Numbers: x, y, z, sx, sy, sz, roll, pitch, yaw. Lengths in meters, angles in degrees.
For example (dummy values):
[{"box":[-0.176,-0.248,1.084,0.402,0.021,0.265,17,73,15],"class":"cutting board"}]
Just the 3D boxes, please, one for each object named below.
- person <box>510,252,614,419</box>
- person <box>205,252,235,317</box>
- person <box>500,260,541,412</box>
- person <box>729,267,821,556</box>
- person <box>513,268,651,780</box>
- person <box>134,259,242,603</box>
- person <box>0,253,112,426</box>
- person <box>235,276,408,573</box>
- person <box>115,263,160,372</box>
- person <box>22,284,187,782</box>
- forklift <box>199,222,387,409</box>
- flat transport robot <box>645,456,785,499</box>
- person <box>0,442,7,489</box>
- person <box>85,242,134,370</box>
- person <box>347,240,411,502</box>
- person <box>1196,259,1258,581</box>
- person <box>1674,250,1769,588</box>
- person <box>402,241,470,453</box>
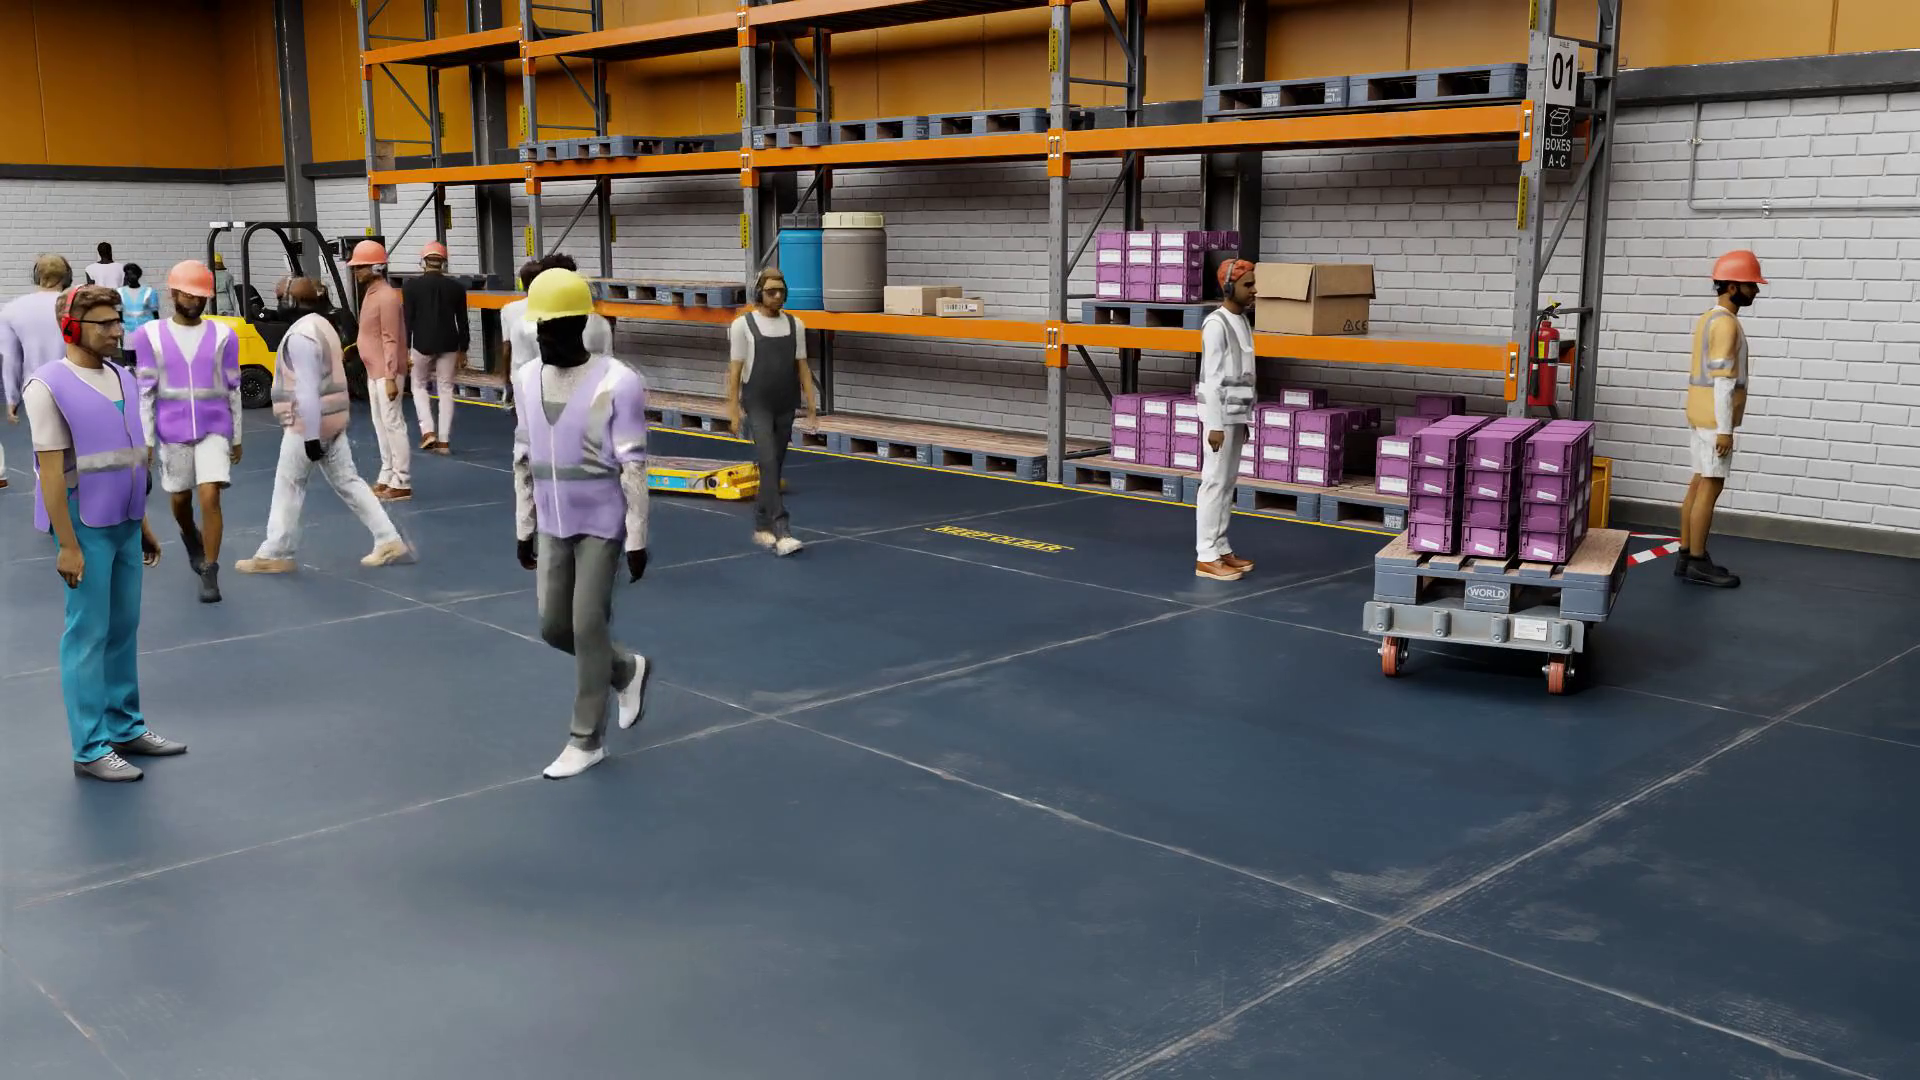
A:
[{"box":[-2.286,-0.708,9.722,0.610,1.936,0.915,-5,11,-25],"class":"person"},{"box":[-11.915,-3.746,26.780,0.301,1.745,0.483,9,14,41],"class":"person"},{"box":[-3.148,-1.136,12.304,0.524,1.844,0.558,0,10,-1],"class":"person"},{"box":[-1.127,-0.803,10.531,0.533,1.812,0.865,-7,13,-35],"class":"person"},{"box":[-1.408,-0.080,6.349,0.598,1.908,0.635,5,12,26],"class":"person"},{"box":[-4.350,-0.637,9.434,0.547,1.893,0.898,-5,11,-25],"class":"person"},{"box":[-6.049,-0.976,11.269,0.640,1.892,0.969,-2,11,-11],"class":"person"},{"box":[-3.861,-0.694,10.037,0.979,1.791,0.651,-1,10,-7],"class":"person"},{"box":[-10.528,-2.718,21.356,0.542,1.684,0.566,-2,11,-13],"class":"person"},{"box":[-3.234,-0.031,6.243,0.389,1.846,0.567,1,10,3],"class":"person"},{"box":[-8.169,-2.758,20.163,2.313,2.155,1.214,-10,14,-44],"class":"forklift"},{"box":[-2.168,-0.510,13.153,1.431,0.197,0.652,5,11,25],"class":"flat transport robot"},{"box":[-7.849,-1.196,13.207,0.494,1.625,0.278,6,12,30],"class":"person"},{"box":[-12.743,-3.495,24.952,0.587,1.915,0.395,-6,12,-29],"class":"person"},{"box":[-4.424,-1.284,12.710,0.405,1.989,0.624,-6,12,-31],"class":"person"},{"box":[1.590,-0.714,9.872,0.352,1.881,0.576,5,12,26],"class":"person"},{"box":[4.416,-0.699,9.639,0.373,1.934,0.551,3,11,14],"class":"person"},{"box":[-4.898,-1.801,15.547,0.659,1.968,0.491,-7,12,-32],"class":"person"}]
